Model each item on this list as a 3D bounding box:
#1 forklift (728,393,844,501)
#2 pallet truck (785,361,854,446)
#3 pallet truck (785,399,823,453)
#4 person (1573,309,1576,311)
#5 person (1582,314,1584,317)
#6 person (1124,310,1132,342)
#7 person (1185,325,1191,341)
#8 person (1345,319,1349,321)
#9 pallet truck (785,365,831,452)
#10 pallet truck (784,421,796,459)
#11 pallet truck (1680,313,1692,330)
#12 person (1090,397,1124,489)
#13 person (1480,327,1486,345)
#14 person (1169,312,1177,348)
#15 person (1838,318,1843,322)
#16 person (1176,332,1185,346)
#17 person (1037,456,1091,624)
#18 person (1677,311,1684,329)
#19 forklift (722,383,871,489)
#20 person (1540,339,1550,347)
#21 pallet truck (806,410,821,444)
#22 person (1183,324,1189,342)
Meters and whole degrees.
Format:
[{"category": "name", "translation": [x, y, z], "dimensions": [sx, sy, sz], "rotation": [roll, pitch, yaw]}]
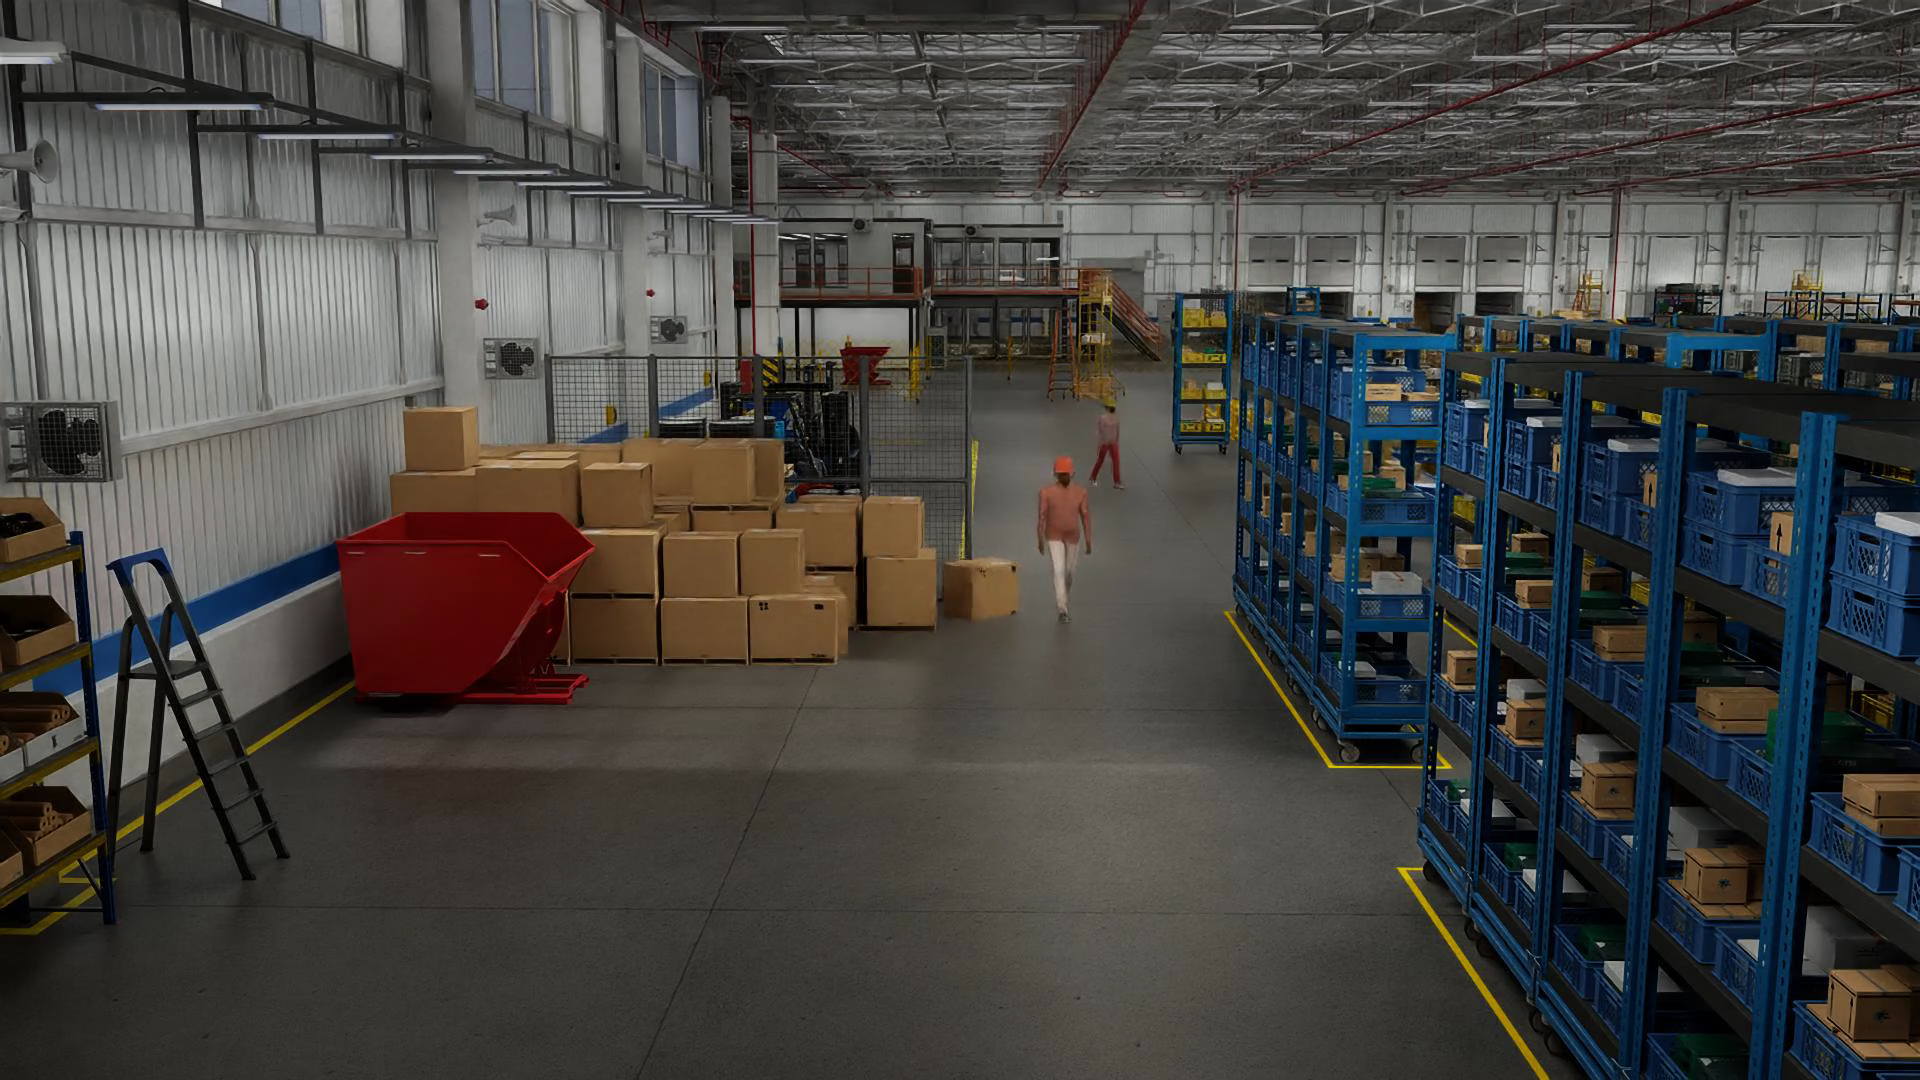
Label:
[{"category": "forklift", "translation": [-2.979, -1.316, 26.476], "dimensions": [2.680, 1.987, 1.157], "rotation": [0, 9, 1]}, {"category": "pallet truck", "translation": [-3.410, -3.193, 38.978], "dimensions": [1.885, 1.965, 0.823], "rotation": [0, 9, -1]}, {"category": "pallet truck", "translation": [-3.814, -2.432, 36.419], "dimensions": [1.630, 1.274, 0.653], "rotation": [0, 9, 1]}, {"category": "person", "translation": [34.254, -11.897, 92.851], "dimensions": [0.372, 1.934, 0.551], "rotation": [2, 10, 14]}, {"category": "person", "translation": [31.906, -10.727, 85.714], "dimensions": [0.605, 1.909, 0.539], "rotation": [-7, 12, -37]}, {"category": "person", "translation": [9.624, -12.260, 95.296], "dimensions": [0.514, 1.874, 0.328], "rotation": [-1, 9, -5]}, {"category": "person", "translation": [13.211, -12.456, 96.622], "dimensions": [0.641, 1.845, 0.429], "rotation": [-7, 11, -37]}, {"category": "person", "translation": [18.181, -9.434, 77.933], "dimensions": [0.582, 1.850, 0.863], "rotation": [6, 11, 35]}, {"category": "pallet truck", "translation": [-3.774, -2.976, 37.635], "dimensions": [1.885, 1.965, 0.823], "rotation": [1, 9, 5]}, {"category": "pallet truck", "translation": [-4.013, -1.793, 32.705], "dimensions": [1.601, 1.201, 0.680], "rotation": [0, 9, 1]}, {"category": "pallet truck", "translation": [36.315, -10.531, 84.244], "dimensions": [0.823, 1.965, 1.885], "rotation": [-6, 11, -33]}, {"category": "person", "translation": [2.778, -1.851, 31.527], "dimensions": [0.536, 1.735, 0.863], "rotation": [-5, 11, -30]}, {"category": "person", "translation": [26.291, -10.284, 83.225], "dimensions": [0.581, 1.847, 0.951], "rotation": [6, 11, 33]}, {"category": "person", "translation": [11.360, -11.138, 88.229], "dimensions": [0.399, 1.920, 0.589], "rotation": [-4, 10, -22]}, {"category": "person", "translation": [41.316, -9.474, 78.136], "dimensions": [0.518, 1.865, 0.329], "rotation": [4, 10, 26]}, {"category": "person", "translation": [10.563, -9.747, 79.991], "dimensions": [0.518, 1.816, 0.759], "rotation": [2, 9, 11]}, {"category": "person", "translation": [1.231, -0.043, 19.730], "dimensions": [0.631, 1.947, 0.996], "rotation": [-2, 9, -12]}, {"category": "person", "translation": [38.939, -11.421, 89.947], "dimensions": [0.589, 1.928, 0.386], "rotation": [-6, 11, -34]}, {"category": "forklift", "translation": [-2.893, -1.687, 28.729], "dimensions": [2.680, 1.987, 1.157], "rotation": [0, 9, -1]}, {"category": "person", "translation": [19.903, -5.920, 56.399], "dimensions": [0.423, 1.818, 0.619], "rotation": [8, 12, 41]}, {"category": "pallet truck", "translation": [-3.559, -2.018, 33.905], "dimensions": [1.522, 1.261, 0.704], "rotation": [0, 9, -1]}, {"category": "person", "translation": [13.038, -12.466, 96.402], "dimensions": [0.643, 1.922, 0.588], "rotation": [2, 9, 14]}]
